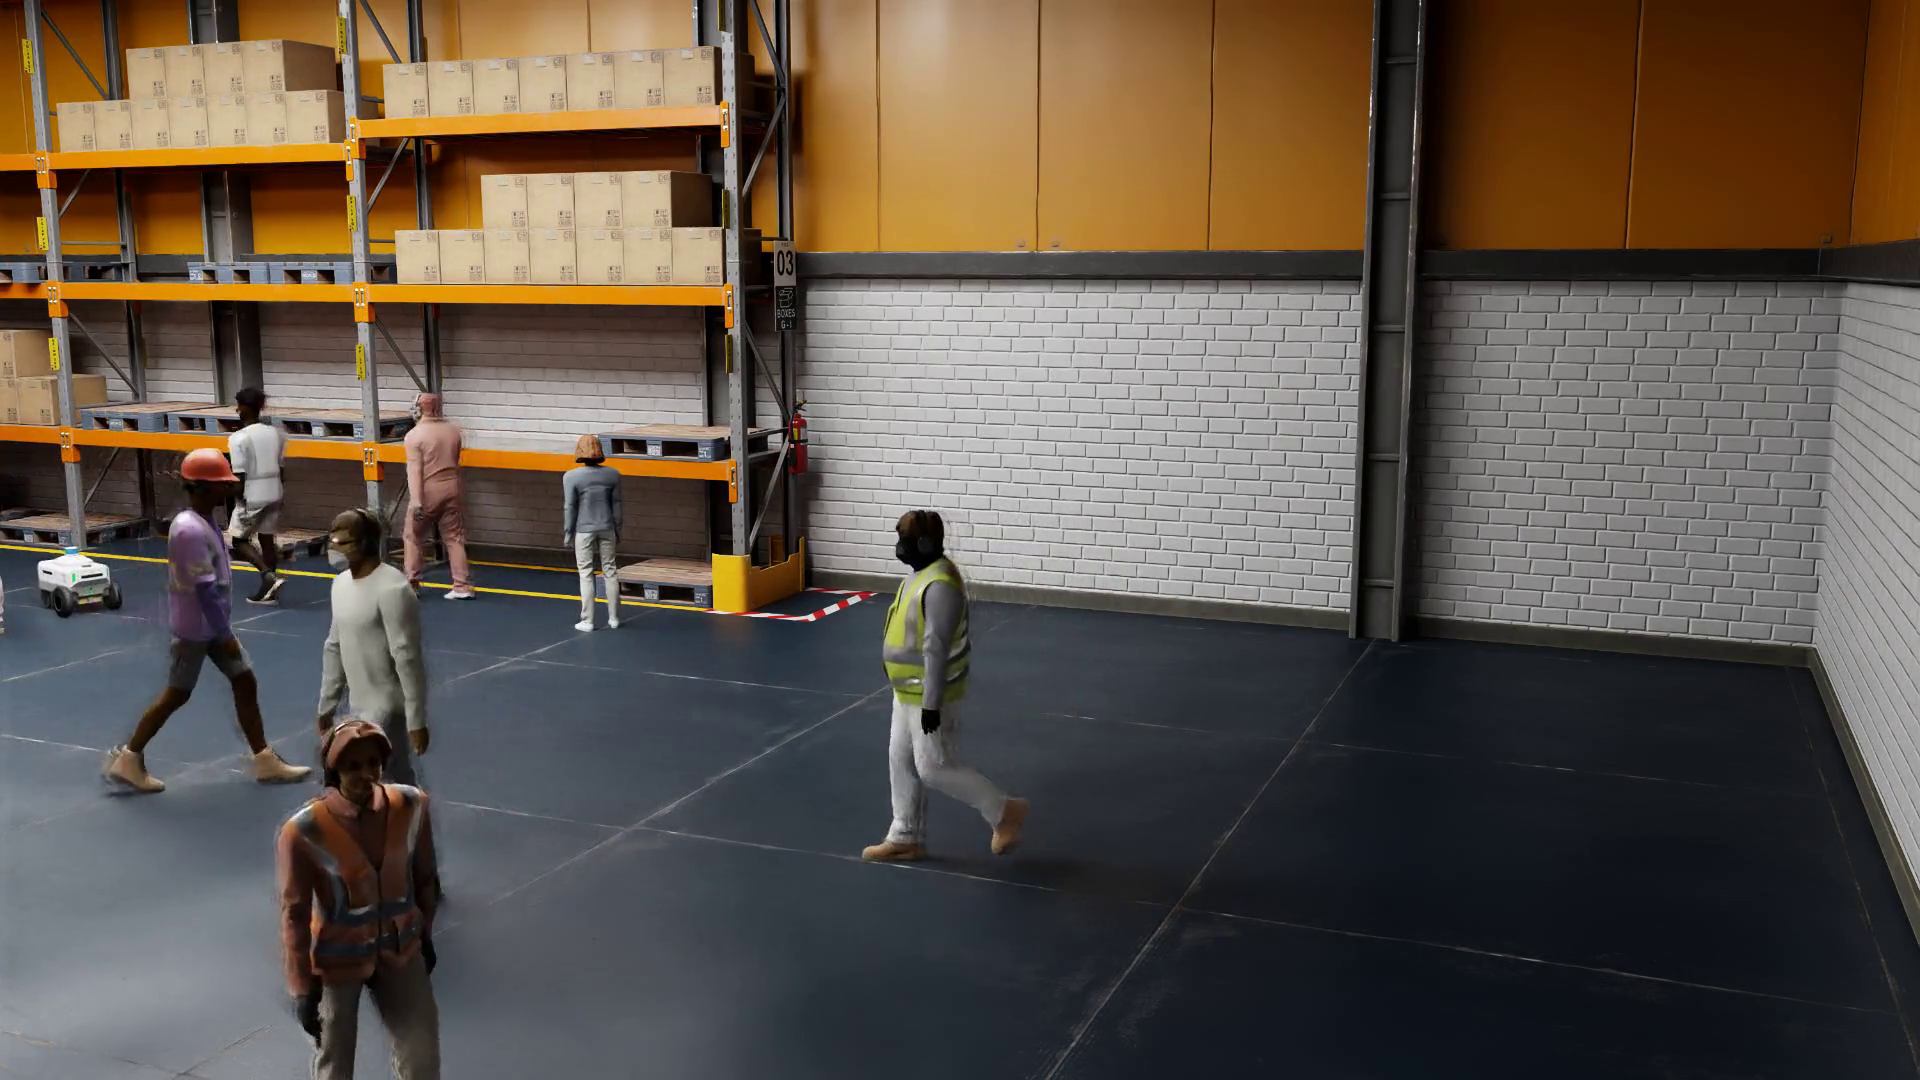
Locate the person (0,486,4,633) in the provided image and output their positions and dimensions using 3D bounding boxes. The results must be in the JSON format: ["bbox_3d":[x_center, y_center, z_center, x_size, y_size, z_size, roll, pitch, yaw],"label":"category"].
[{"bbox_3d":[-8.074,-0.188,13.449,0.393,1.985,0.611,6,11,34],"label":"person"}]

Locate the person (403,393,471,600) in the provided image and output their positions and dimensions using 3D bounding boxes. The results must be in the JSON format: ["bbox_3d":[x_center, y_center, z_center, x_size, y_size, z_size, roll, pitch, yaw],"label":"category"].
[{"bbox_3d":[-4.809,-0.380,14.961,0.880,1.873,0.661,5,11,27],"label":"person"}]

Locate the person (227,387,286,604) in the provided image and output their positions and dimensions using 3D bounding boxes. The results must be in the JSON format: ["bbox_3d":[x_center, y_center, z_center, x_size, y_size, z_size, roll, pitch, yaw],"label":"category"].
[{"bbox_3d":[-6.173,-0.374,14.678,0.480,1.950,0.614,5,10,26],"label":"person"}]

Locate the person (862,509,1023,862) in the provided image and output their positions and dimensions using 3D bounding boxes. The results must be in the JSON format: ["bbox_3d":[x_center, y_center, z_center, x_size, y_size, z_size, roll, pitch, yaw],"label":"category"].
[{"bbox_3d":[-0.097,0.742,8.323,0.722,1.818,0.634,-2,10,-15],"label":"person"}]

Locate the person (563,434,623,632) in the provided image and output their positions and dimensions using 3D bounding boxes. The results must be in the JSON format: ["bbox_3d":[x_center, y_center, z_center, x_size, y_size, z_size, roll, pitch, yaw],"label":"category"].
[{"bbox_3d":[-3.025,-0.060,13.736,0.507,1.631,0.266,-6,11,-32],"label":"person"}]

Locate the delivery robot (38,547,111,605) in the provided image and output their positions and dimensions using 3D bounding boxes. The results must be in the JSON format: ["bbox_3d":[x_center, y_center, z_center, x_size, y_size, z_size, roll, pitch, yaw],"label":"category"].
[{"bbox_3d":[-7.736,0.303,14.515,0.707,0.478,0.477,7,12,38],"label":"delivery robot"}]

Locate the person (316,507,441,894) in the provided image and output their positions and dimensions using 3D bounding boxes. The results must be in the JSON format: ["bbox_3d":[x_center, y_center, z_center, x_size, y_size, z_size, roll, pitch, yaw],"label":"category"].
[{"bbox_3d":[-2.806,0.810,7.625,0.882,1.906,0.661,-8,12,-41],"label":"person"}]

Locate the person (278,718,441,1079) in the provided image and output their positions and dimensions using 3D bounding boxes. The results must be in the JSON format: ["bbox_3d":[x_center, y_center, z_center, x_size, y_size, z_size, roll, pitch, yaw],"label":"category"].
[{"bbox_3d":[-1.822,1.360,5.199,0.541,1.608,0.754,-9,13,-43],"label":"person"}]

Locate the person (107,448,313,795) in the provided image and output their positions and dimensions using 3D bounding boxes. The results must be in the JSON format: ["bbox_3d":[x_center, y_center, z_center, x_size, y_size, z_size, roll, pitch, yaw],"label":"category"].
[{"bbox_3d":[-4.373,0.467,9.490,1.072,1.998,0.615,-2,10,-10],"label":"person"}]
